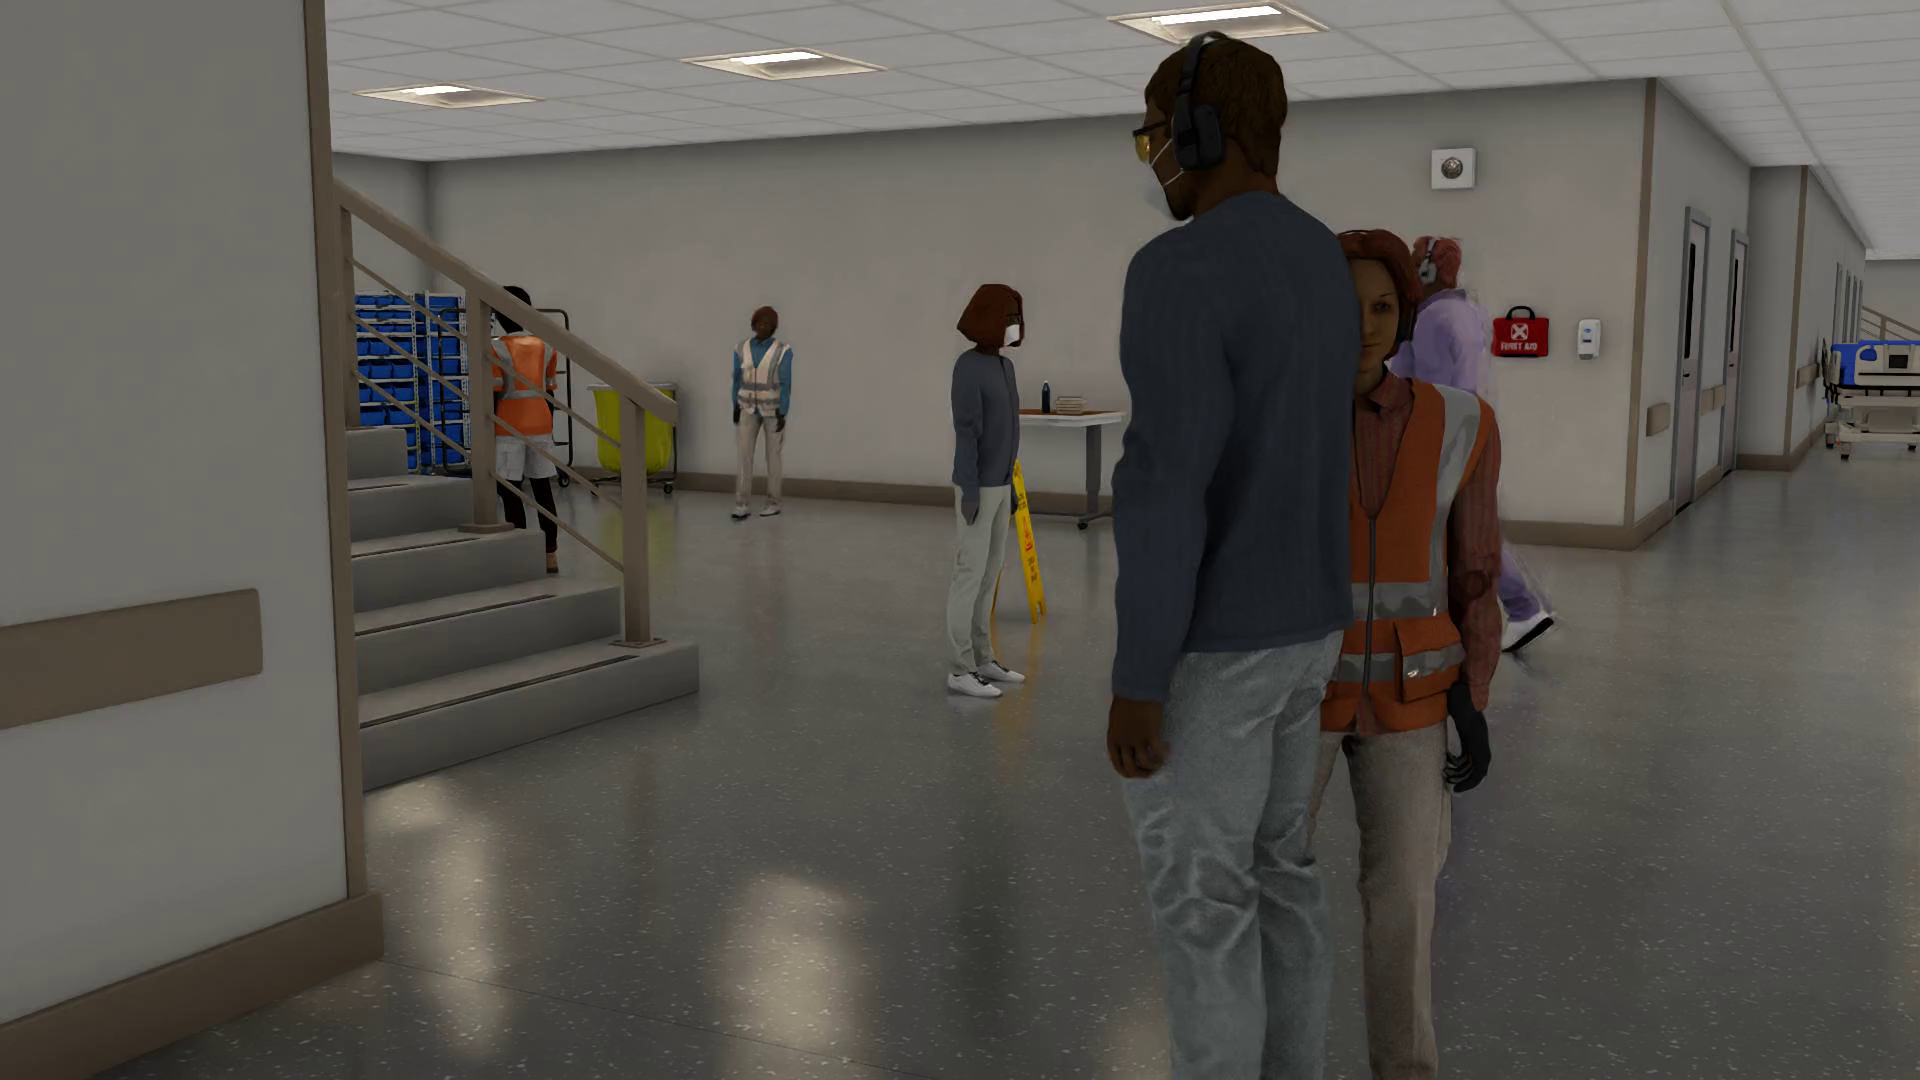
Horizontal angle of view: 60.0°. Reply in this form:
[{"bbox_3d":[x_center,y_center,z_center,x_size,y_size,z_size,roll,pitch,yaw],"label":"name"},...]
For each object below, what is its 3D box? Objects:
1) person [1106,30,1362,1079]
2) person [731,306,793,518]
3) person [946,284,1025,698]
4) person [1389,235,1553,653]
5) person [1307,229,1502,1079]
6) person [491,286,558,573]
[{"bbox_3d":[0.431,0.172,2.670,0.377,1.931,0.636,5,9,35],"label":"person"},{"bbox_3d":[-1.505,-0.951,12.533,0.536,1.597,0.692,2,8,16],"label":"person"},{"bbox_3d":[0.113,-0.200,6.649,0.270,1.631,0.507,3,8,21],"label":"person"},{"bbox_3d":[2.190,-0.419,7.431,0.936,1.878,0.648,5,9,34],"label":"person"},{"bbox_3d":[0.656,0.298,2.850,0.507,1.630,0.316,0,7,-1],"label":"person"},{"bbox_3d":[-2.564,-0.625,9.669,0.317,1.697,0.540,5,9,35],"label":"person"}]
